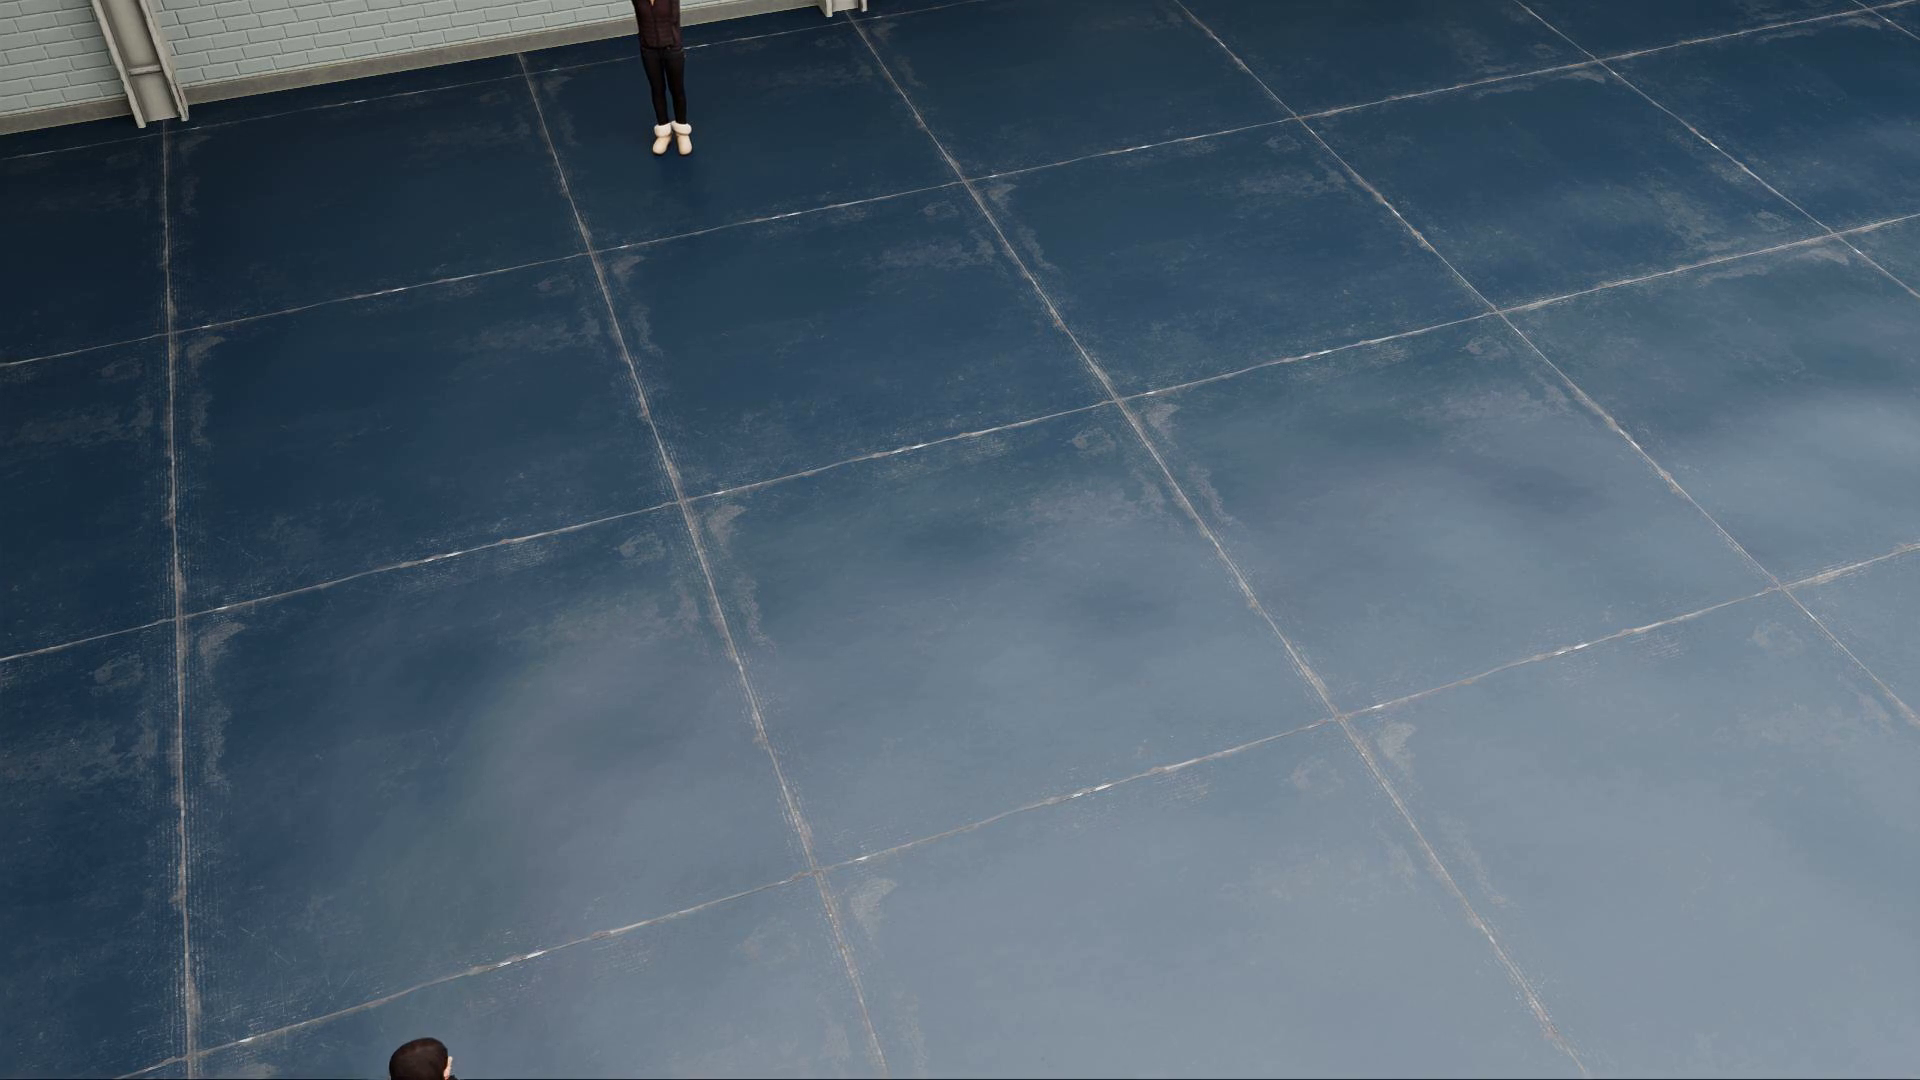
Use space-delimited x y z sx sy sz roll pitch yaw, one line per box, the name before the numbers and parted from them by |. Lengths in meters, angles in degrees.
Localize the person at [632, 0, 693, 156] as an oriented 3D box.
person | -2.369 -3.912 13.187 0.651 1.661 0.710 15 45 15
